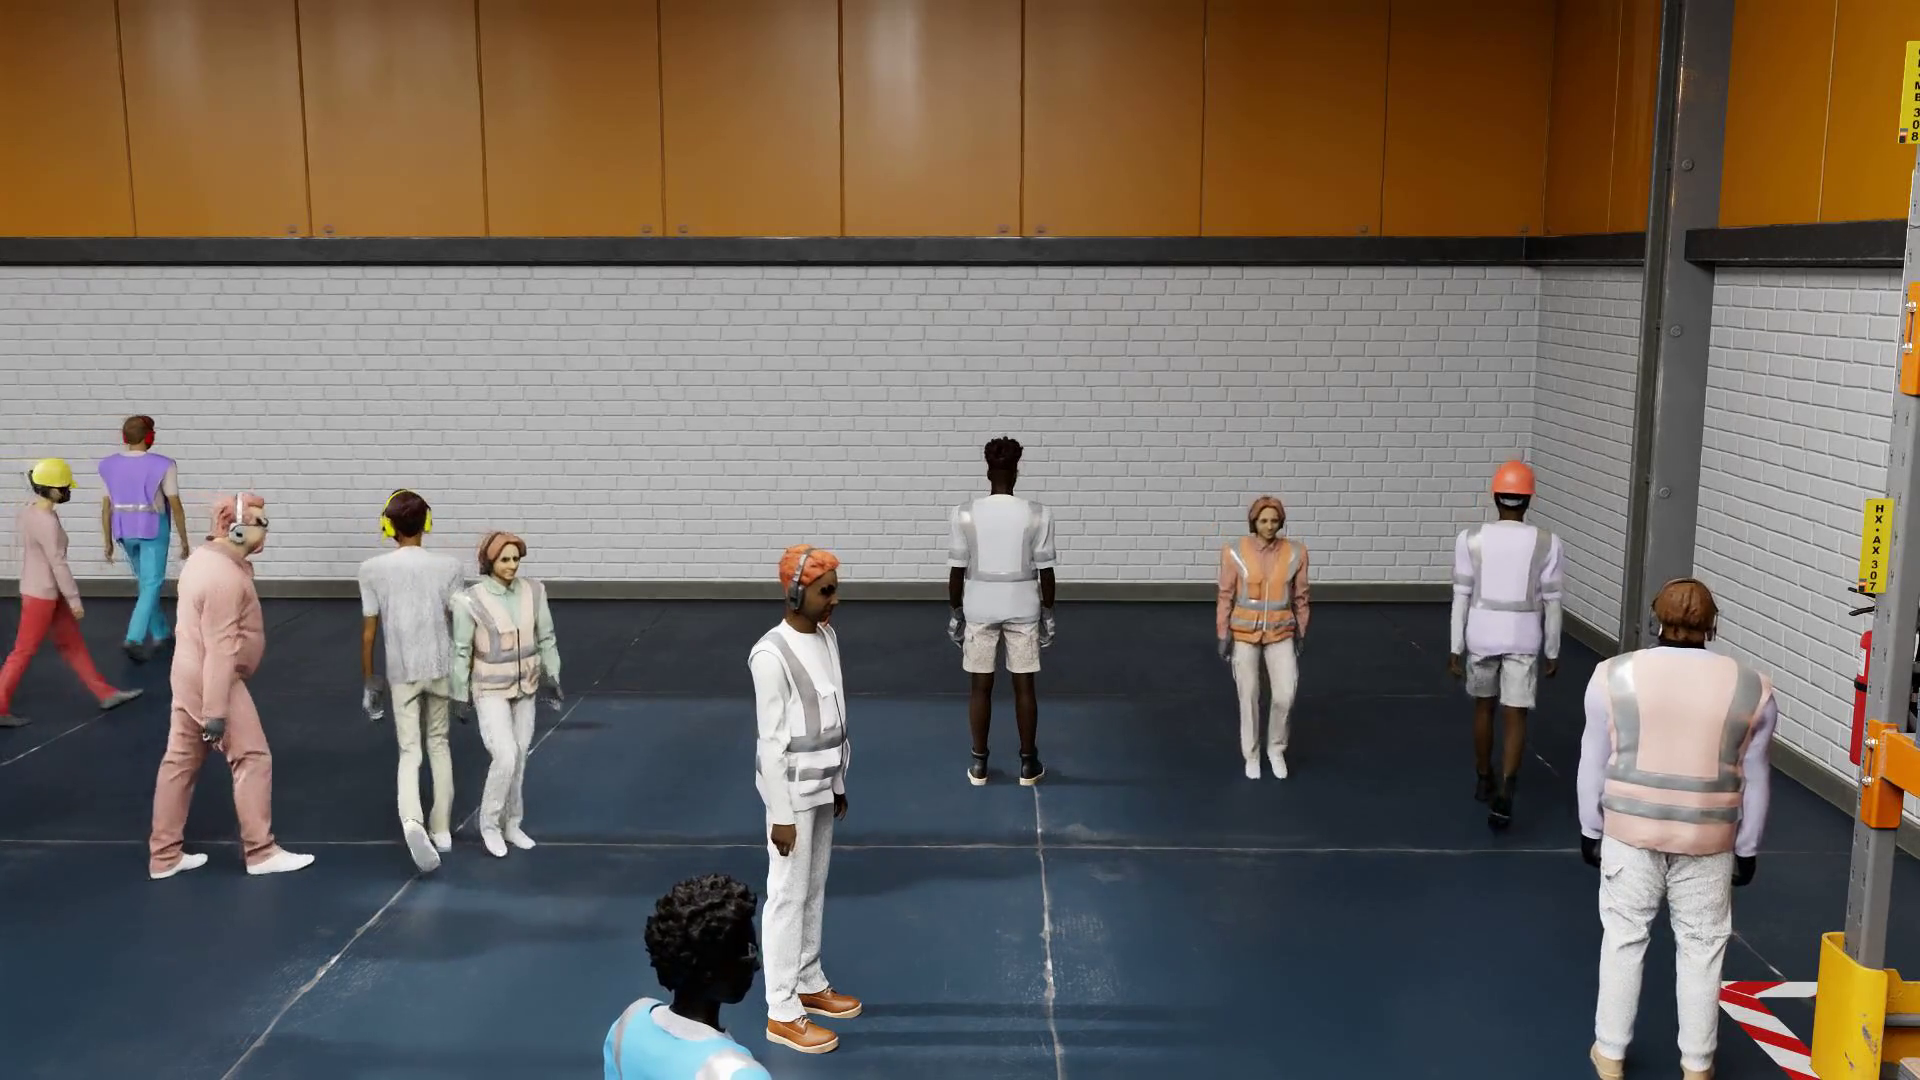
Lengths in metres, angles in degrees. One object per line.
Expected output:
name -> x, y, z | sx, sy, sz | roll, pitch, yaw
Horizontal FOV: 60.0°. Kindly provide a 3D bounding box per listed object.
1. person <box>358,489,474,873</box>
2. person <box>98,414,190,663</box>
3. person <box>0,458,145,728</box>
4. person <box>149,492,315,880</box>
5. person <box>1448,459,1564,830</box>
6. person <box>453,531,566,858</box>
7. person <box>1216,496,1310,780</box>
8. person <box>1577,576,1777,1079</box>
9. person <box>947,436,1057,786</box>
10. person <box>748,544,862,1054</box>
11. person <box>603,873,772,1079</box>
person -> -2.607, 0.685, 8.021 | 0.517, 1.841, 0.760 | -3, 10, -20
person -> -6.061, -0.021, 12.315 | 0.580, 1.809, 0.925 | 0, 9, 2
person -> -5.724, 0.331, 10.482 | 0.934, 1.701, 0.539 | -7, 11, -34
person -> -3.526, 0.707, 7.859 | 0.700, 1.851, 0.649 | -7, 12, -36
person -> 2.845, 0.535, 8.703 | 0.552, 1.912, 0.879 | 4, 10, 23
person -> -2.220, 0.760, 8.188 | 0.432, 1.623, 0.518 | 7, 12, 38
person -> 1.697, 0.561, 9.348 | 0.533, 1.620, 0.413 | 1, 10, 4
person -> 2.508, 1.038, 5.887 | 0.627, 1.835, 0.430 | 3, 10, 19
person -> 0.235, 0.400, 9.301 | 0.614, 1.962, 0.366 | 1, 10, 4
person -> -0.578, 0.950, 6.247 | 0.356, 1.886, 0.574 | 3, 10, 16
person -> -0.531, 1.513, 3.433 | 0.322, 1.698, 0.533 | -8, 12, -40
